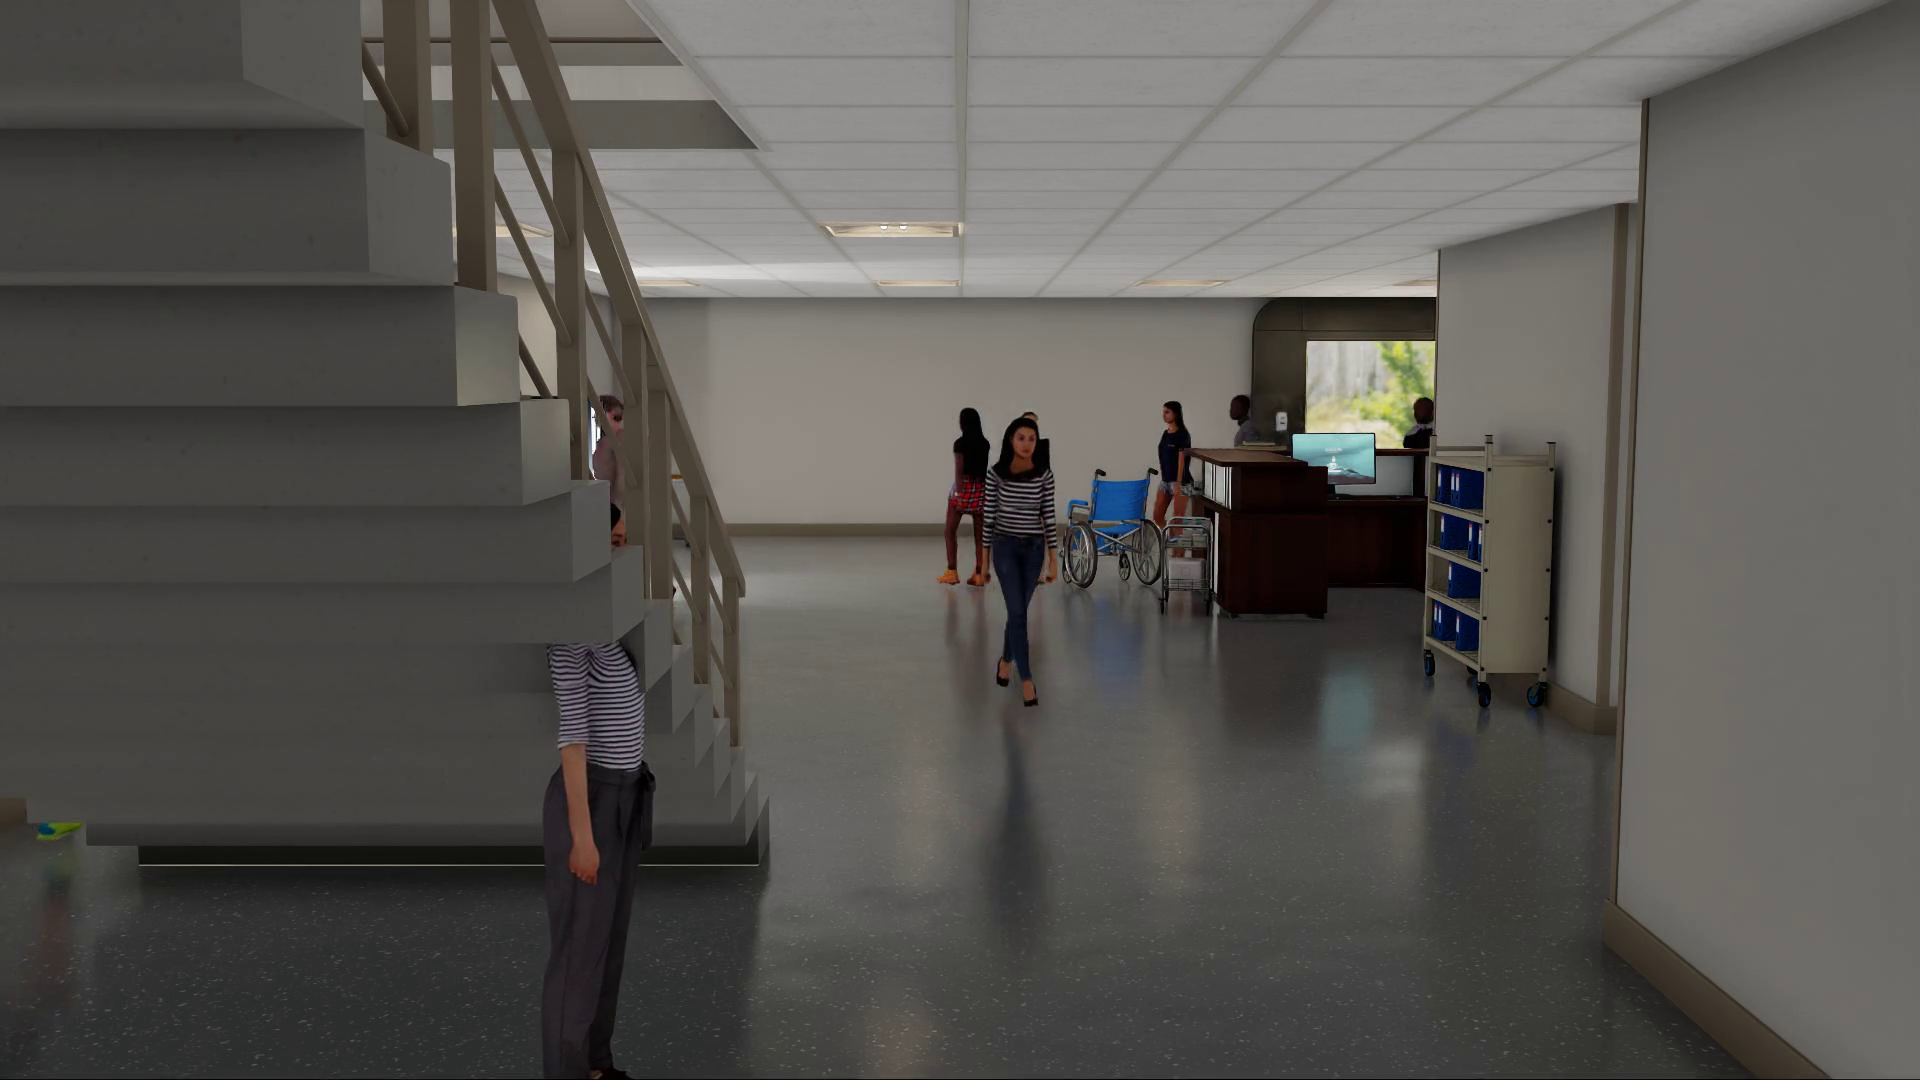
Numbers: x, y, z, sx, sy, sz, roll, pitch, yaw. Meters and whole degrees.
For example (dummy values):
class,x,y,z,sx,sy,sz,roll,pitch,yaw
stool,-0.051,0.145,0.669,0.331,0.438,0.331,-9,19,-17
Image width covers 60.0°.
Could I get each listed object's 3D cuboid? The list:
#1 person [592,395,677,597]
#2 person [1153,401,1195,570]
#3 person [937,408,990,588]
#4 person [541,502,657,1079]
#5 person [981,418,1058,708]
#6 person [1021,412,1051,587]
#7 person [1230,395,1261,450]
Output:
class,x,y,z,sx,sy,sz,roll,pitch,yaw
person,-2.759,-0.241,13.652,1.223,1.851,1.178,-5,8,-43
person,2.325,-0.561,17.325,0.753,1.754,0.675,-4,7,-32
person,0.162,-0.392,15.858,0.780,1.711,0.844,-4,7,-36
person,-1.008,0.739,4.502,0.659,1.733,0.457,0,6,3
person,0.349,0.164,10.288,0.745,1.720,1.233,-1,6,-9
person,0.642,-0.389,16.046,0.685,1.667,0.860,-1,6,-5
person,3.014,-0.550,16.888,0.807,1.819,0.698,0,6,0
